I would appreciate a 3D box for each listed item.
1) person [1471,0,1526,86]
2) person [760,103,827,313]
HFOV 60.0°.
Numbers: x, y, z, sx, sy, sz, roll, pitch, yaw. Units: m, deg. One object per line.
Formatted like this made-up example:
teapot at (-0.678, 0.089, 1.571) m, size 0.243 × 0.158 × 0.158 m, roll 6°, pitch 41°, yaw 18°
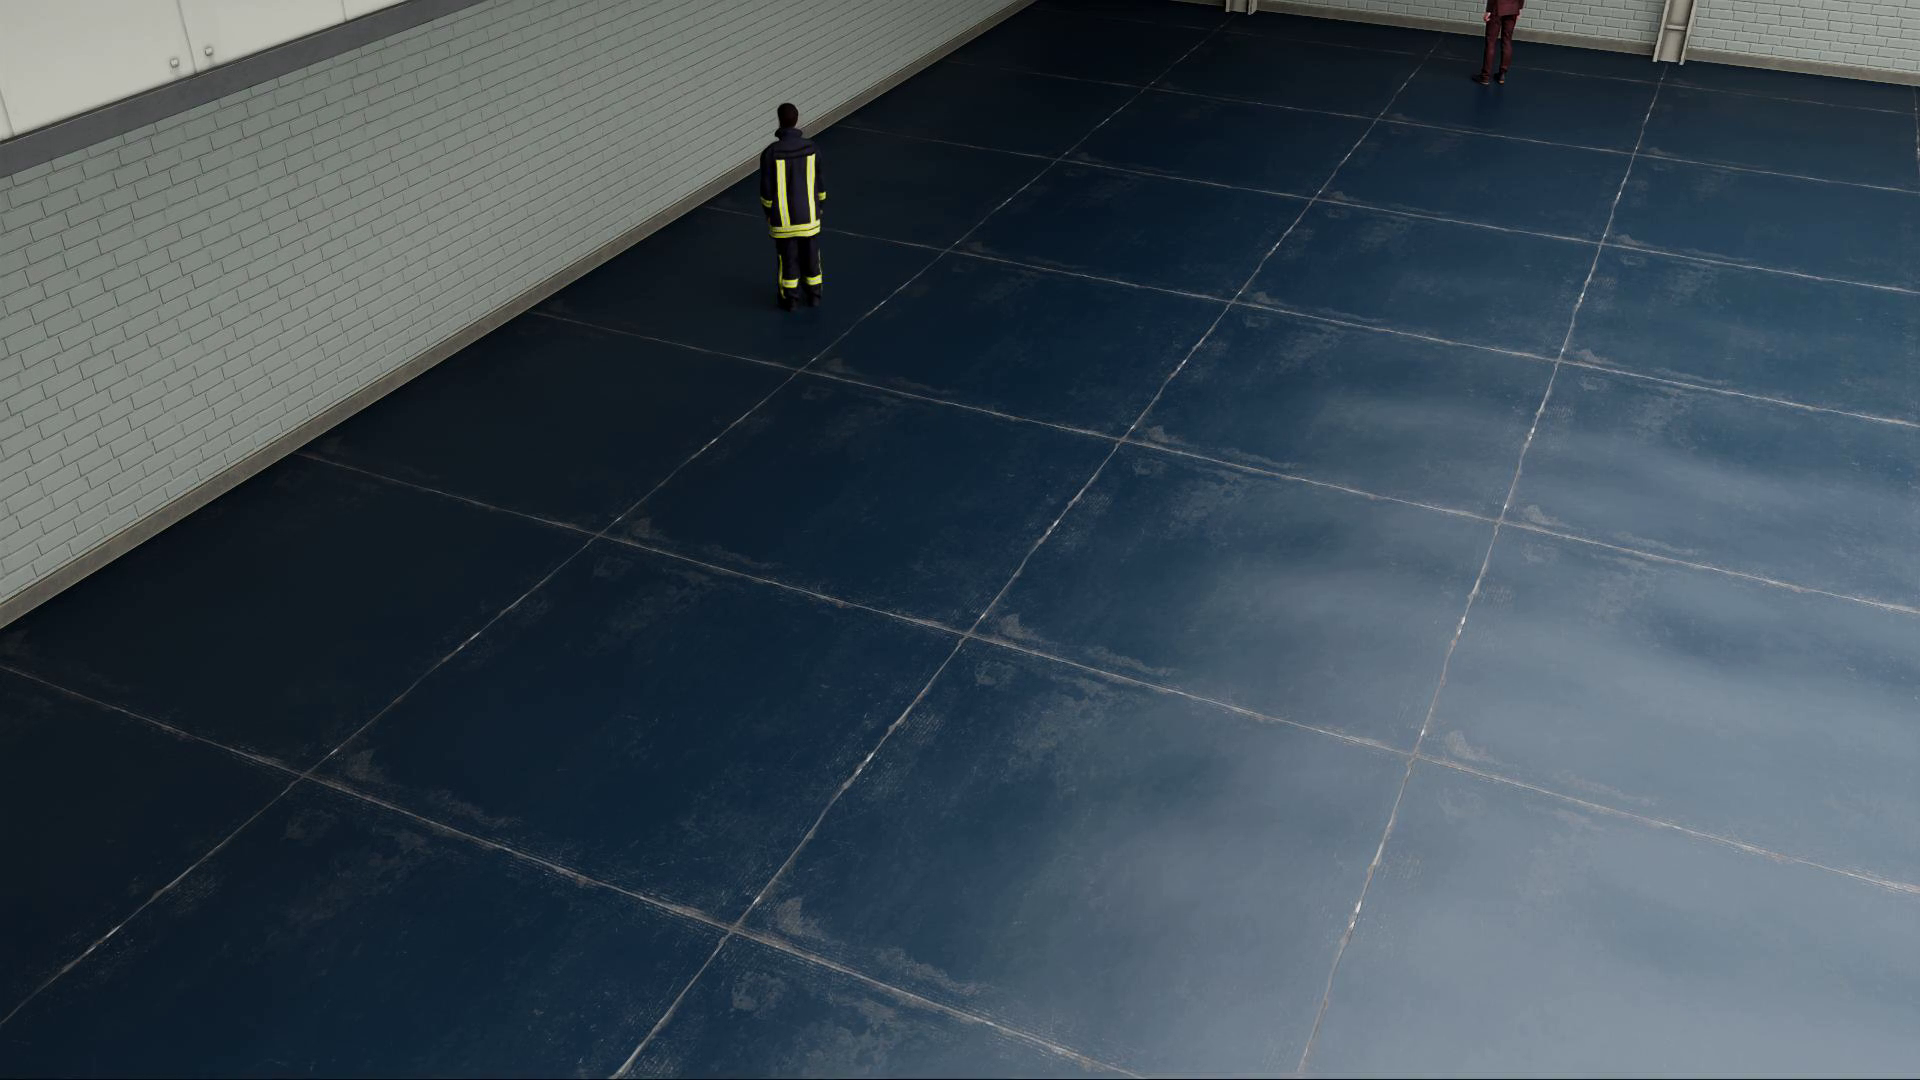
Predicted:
person at (6.933, -6.767, 21.193) m, size 0.764 × 1.866 × 0.841 m, roll -8°, pitch 33°, yaw -13°
person at (-1.523, -3.046, 15.240) m, size 0.892 × 1.925 × 0.938 m, roll -13°, pitch 34°, yaw -19°
